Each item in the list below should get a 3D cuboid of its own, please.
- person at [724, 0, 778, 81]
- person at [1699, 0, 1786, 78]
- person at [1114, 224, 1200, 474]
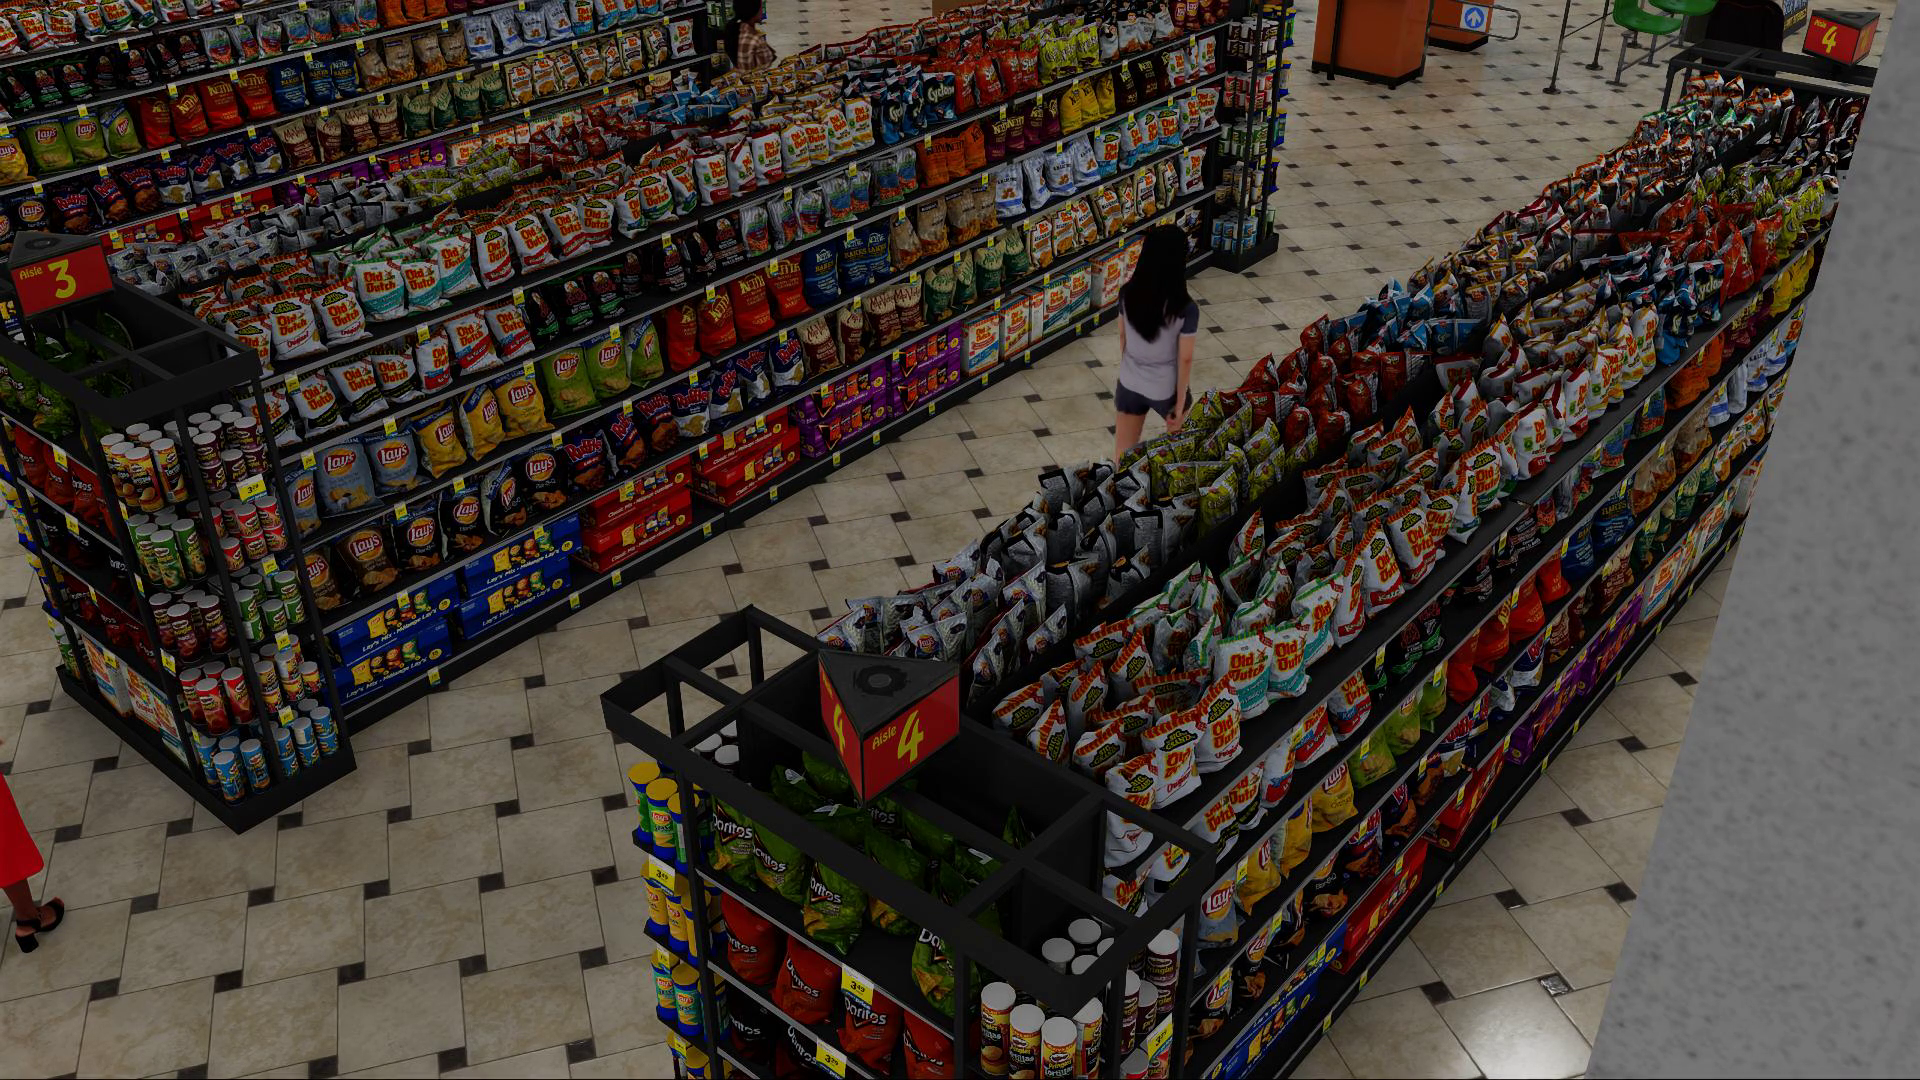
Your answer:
[{"bbox_3d":[-1.478,-3.024,11.908,0.595,1.791,0.606,-24,39,-33],"label":"person"},{"bbox_3d":[5.831,-3.464,12.570,0.595,1.838,0.745,-27,41,-36],"label":"person"},{"bbox_3d":[0.916,-0.726,8.328,0.762,1.670,1.103,14,35,22],"label":"person"}]
